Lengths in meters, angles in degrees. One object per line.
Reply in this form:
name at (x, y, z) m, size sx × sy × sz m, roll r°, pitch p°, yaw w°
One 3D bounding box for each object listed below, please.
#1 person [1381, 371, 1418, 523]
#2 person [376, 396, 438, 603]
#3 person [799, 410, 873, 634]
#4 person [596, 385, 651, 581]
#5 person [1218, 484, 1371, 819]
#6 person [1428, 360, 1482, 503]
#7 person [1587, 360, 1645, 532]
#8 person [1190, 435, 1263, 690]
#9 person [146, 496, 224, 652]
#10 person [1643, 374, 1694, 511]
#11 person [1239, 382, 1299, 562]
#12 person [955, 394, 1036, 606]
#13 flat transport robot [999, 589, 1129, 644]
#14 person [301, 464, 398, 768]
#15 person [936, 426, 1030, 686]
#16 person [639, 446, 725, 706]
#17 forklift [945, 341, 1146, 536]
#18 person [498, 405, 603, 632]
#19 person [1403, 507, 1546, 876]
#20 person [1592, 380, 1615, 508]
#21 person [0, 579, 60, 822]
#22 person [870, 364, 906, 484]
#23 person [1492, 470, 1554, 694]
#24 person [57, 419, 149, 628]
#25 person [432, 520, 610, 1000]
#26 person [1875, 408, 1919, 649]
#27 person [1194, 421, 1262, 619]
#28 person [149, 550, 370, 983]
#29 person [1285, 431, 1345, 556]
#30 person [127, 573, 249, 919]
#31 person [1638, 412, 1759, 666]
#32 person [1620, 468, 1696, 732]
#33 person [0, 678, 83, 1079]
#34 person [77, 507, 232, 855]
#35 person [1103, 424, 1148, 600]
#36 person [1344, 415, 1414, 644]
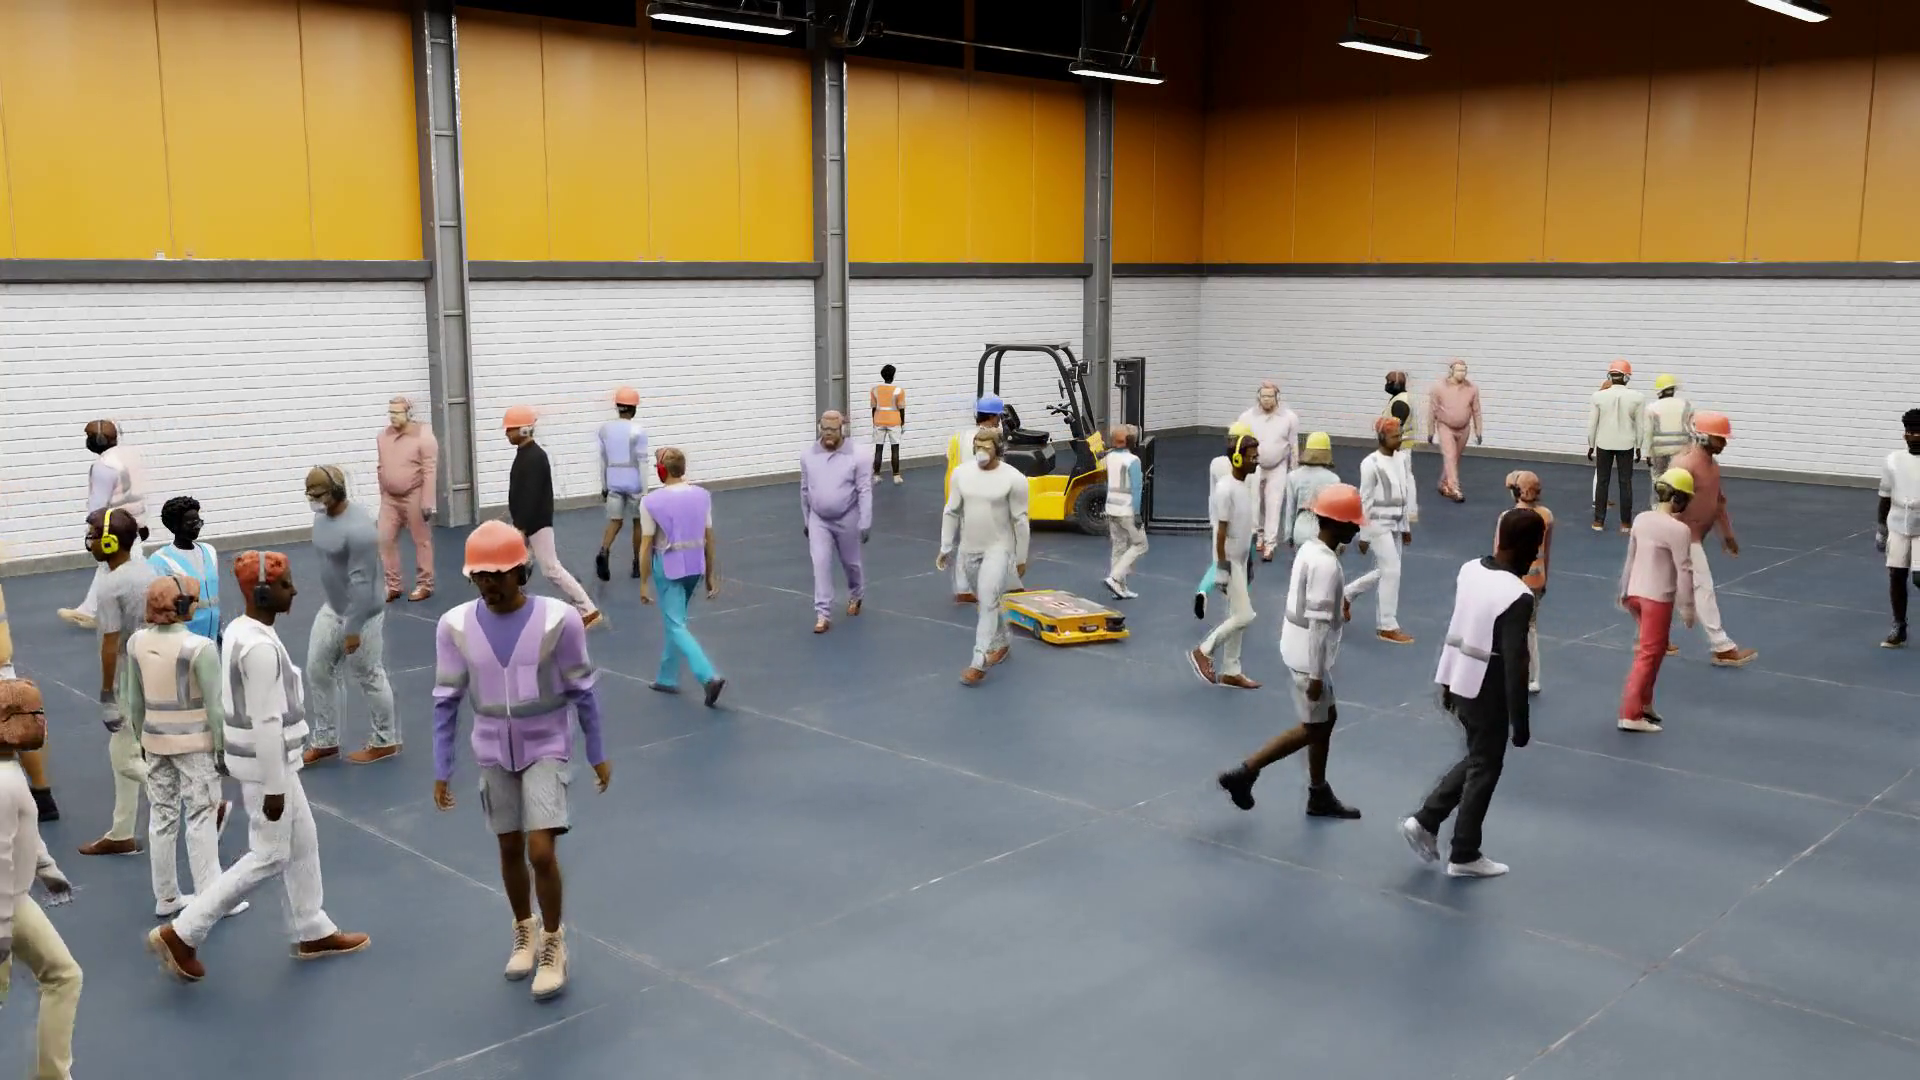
person at (5.092, -1.109, 19.908) m, size 0.903 × 1.806 × 0.640 m, roll 2°, pitch 9°, yaw 12°
person at (-5.064, -0.352, 15.038) m, size 0.680 × 1.883 × 0.689 m, roll 3°, pitch 10°, yaw 19°
person at (-1.035, -0.196, 14.180) m, size 0.654 × 1.871 × 0.931 m, roll 2°, pitch 9°, yaw 10°
person at (-3.270, -0.537, 16.113) m, size 0.552 × 1.913 × 0.776 m, roll 3°, pitch 10°, yaw 17°
person at (1.832, 0.625, 9.035) m, size 0.720 × 1.901 × 0.586 m, roll 1°, pitch 9°, yaw 3°
person at (6.512, -1.442, 21.861) m, size 0.656 × 1.852 × 1.016 m, roll -1°, pitch 9°, yaw -6°
person at (7.585, -1.089, 19.263) m, size 0.612 × 1.987 × 0.401 m, roll 4°, pitch 10°, yaw 21°
person at (1.971, 0.168, 11.954) m, size 0.439 × 1.857 × 0.553 m, roll 5°, pitch 10°, yaw 27°
person at (-4.598, 0.577, 9.940) m, size 0.318 × 1.697 × 0.535 m, roll 2°, pitch 10°, yaw 14°
person at (8.488, -1.093, 19.929) m, size 0.591 × 1.783 × 0.956 m, roll 2°, pitch 10°, yaw 13°
person at (3.225, -0.740, 17.560) m, size 0.664 × 1.856 × 1.021 m, roll 3°, pitch 10°, yaw 18°
person at (0.304, -0.362, 15.042) m, size 0.867 × 1.913 × 0.607 m, roll -7°, pitch 12°, yaw -37°
flat transport robot at (0.791, 0.623, 14.013) m, size 0.652 × 0.197 × 1.431 m, roll -4°, pitch 10°, yaw -24°
person at (-3.736, 0.477, 9.980) m, size 0.682 × 1.888 × 0.752 m, roll 9°, pitch 13°, yaw 43°
person at (0.210, 0.081, 12.431) m, size 0.647 × 1.892 × 1.034 m, roll 5°, pitch 11°, yaw 30°
person at (-1.936, 0.248, 11.631) m, size 0.871 × 1.814 × 0.569 m, roll 8°, pitch 13°, yaw 42°
forklift at (0.977, -1.223, 19.452) m, size 2.313 × 2.155 × 1.214 m, roll 2°, pitch 9°, yaw 11°
person at (-3.472, -0.146, 13.635) m, size 1.054 × 1.940 × 0.613 m, roll -6°, pitch 11°, yaw -33°
person at (2.576, 0.768, 8.182) m, size 0.507 × 1.884 × 0.638 m, roll -1°, pitch 9°, yaw -8°
person at (8.247, -1.228, 21.196) m, size 0.266 × 1.632 × 0.509 m, roll 5°, pitch 10°, yaw 27°
person at (-5.411, 0.640, 8.940) m, size 0.973 × 1.888 × 0.549 m, roll -2°, pitch 9°, yaw -10°
person at (-1.015, -1.627, 23.509) m, size 0.529 × 1.683 × 0.321 m, roll 3°, pitch 10°, yaw 16°
person at (3.940, 0.319, 11.736) m, size 0.521 × 1.633 × 0.348 m, roll -5°, pitch 11°, yaw -30°
person at (-7.111, -0.112, 13.900) m, size 0.980 × 1.784 × 0.633 m, roll -2°, pitch 9°, yaw -9°
person at (-1.842, 0.911, 6.929) m, size 0.695 × 2.011 × 0.720 m, roll 0°, pitch 9°, yaw 1°
person at (7.644, -0.086, 13.265) m, size 0.578 × 1.940 × 0.636 m, roll -6°, pitch 11°, yaw -33°
person at (2.308, -0.147, 14.222) m, size 0.536 × 1.741 × 0.648 m, roll 8°, pitch 12°, yaw 41°
person at (-3.023, 0.963, 7.088) m, size 0.823 × 1.860 × 0.592 m, roll -5°, pitch 11°, yaw -29°
person at (2.888, -0.018, 13.508) m, size 0.374 × 1.731 × 0.488 m, roll -9°, pitch 13°, yaw -42°
person at (-3.608, 0.968, 7.722) m, size 0.523 × 1.637 × 0.306 m, roll 3°, pitch 10°, yaw 18°
person at (5.743, -0.012, 12.797) m, size 0.998 × 1.936 × 0.644 m, roll 8°, pitch 12°, yaw 40°
person at (4.577, 0.394, 10.936) m, size 0.547 × 1.732 × 0.587 m, roll -2°, pitch 9°, yaw -12°
person at (-3.303, 1.281, 5.876) m, size 0.612 × 1.609 × 0.505 m, roll -8°, pitch 12°, yaw -40°
person at (-4.168, 0.742, 8.495) m, size 0.775 × 1.847 × 0.525 m, roll 0°, pitch 9°, yaw -1°
person at (1.506, -0.246, 15.170) m, size 0.365 × 1.626 × 0.534 m, roll -5°, pitch 10°, yaw -26°
person at (3.416, -0.106, 13.634) m, size 0.738 × 1.859 × 0.581 m, roll 8°, pitch 12°, yaw 41°
